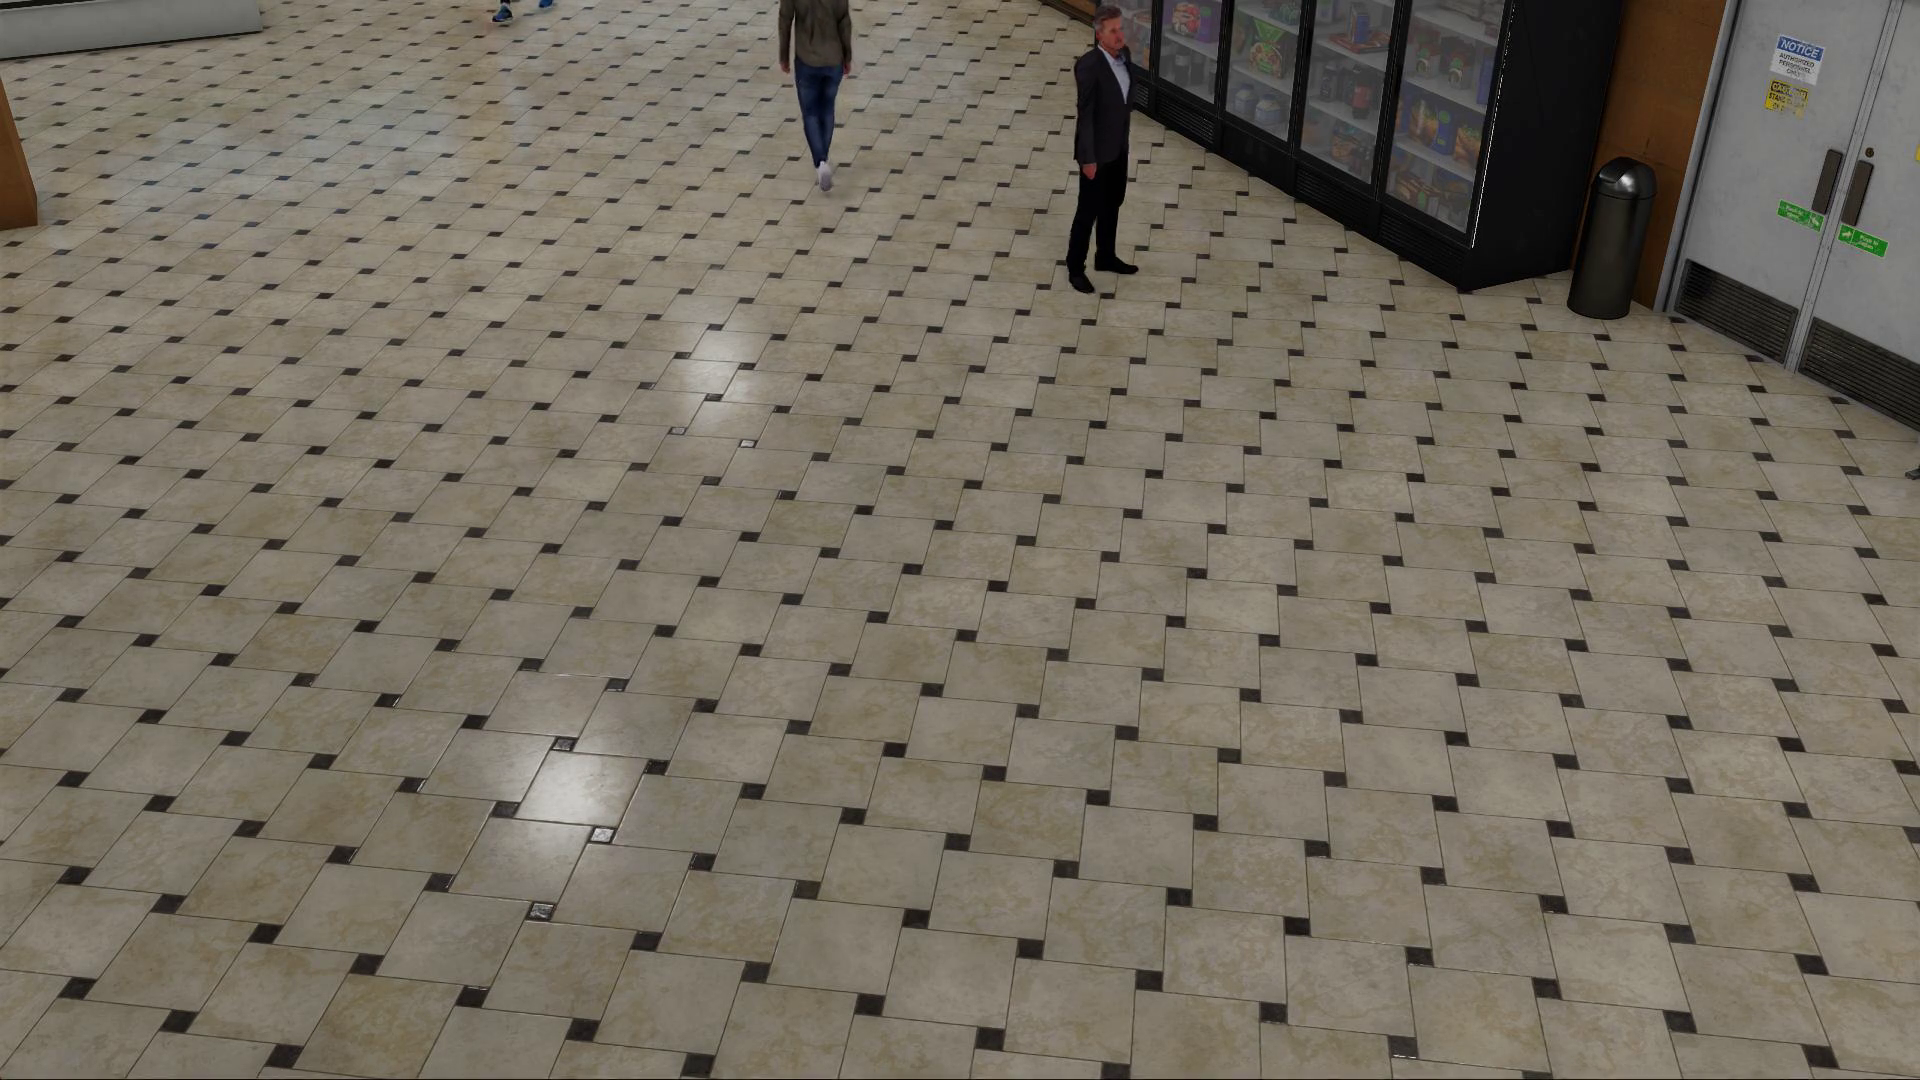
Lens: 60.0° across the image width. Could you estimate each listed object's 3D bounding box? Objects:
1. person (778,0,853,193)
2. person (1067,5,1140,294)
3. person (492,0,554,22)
[{"bbox_3d":[-1.042,-3.510,12.292,1.107,1.840,0.895,-8,33,-13],"label":"person"},{"bbox_3d":[0.949,-2.559,10.781,0.892,1.823,0.747,15,35,23],"label":"person"},{"bbox_3d":[-4.360,-6.122,16.548,1.239,1.780,1.283,10,33,16],"label":"person"}]
